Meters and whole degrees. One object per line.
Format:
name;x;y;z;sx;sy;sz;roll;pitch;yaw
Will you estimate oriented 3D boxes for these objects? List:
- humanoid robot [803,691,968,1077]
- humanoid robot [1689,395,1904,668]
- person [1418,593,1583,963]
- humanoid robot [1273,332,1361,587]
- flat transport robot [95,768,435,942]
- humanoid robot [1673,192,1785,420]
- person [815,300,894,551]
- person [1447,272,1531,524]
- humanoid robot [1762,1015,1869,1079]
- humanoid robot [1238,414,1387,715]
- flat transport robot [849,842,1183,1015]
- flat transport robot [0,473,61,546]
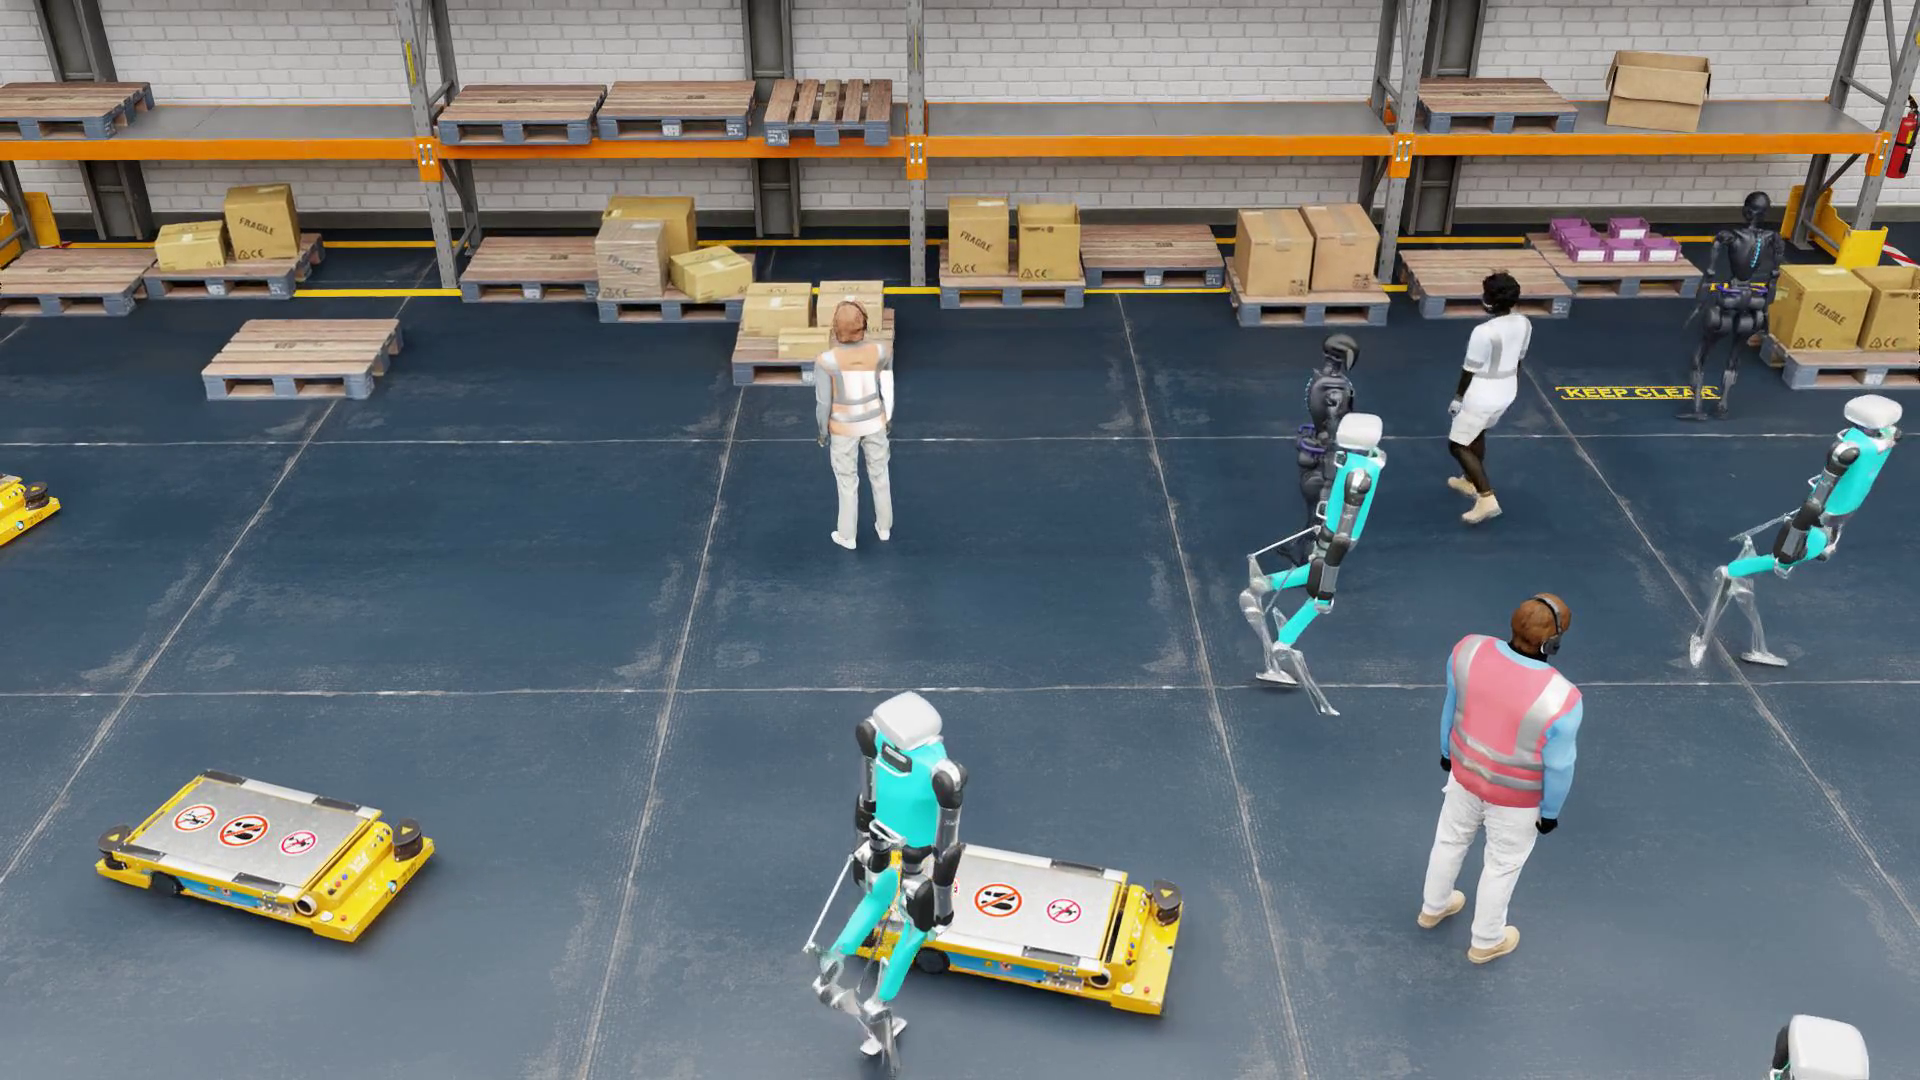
humanoid robot;-0.343;1.496;6.576;0.540;1.881;0.717;27;40;37
humanoid robot;4.448;-0.072;9.095;0.591;1.764;0.886;-19;36;-29
person;2.343;1.022;7.199;0.431;1.836;0.629;-23;38;-33
humanoid robot;2.101;-0.456;9.800;0.374;1.642;0.608;3;31;6
flat transport robot;-3.321;1.484;7.941;1.431;0.231;0.659;10;32;16
humanoid robot;5.472;-1.627;11.755;0.611;1.636;0.460;-3;31;-4
person;-0.638;-0.690;10.230;0.514;1.636;0.313;-12;33;-19
person;3.358;-0.918;10.567;0.567;1.675;0.545;-22;37;-32
humanoid robot;2.288;2.233;5.350;0.795;1.851;0.540;6;31;9
humanoid robot;1.773;0.138;8.788;0.804;1.801;0.540;8;32;14
flat transport robot;0.254;1.724;7.541;1.431;0.231;0.659;8;32;13
flat transport robot;-6.674;-0.233;10.798;1.431;0.231;0.659;10;32;16
